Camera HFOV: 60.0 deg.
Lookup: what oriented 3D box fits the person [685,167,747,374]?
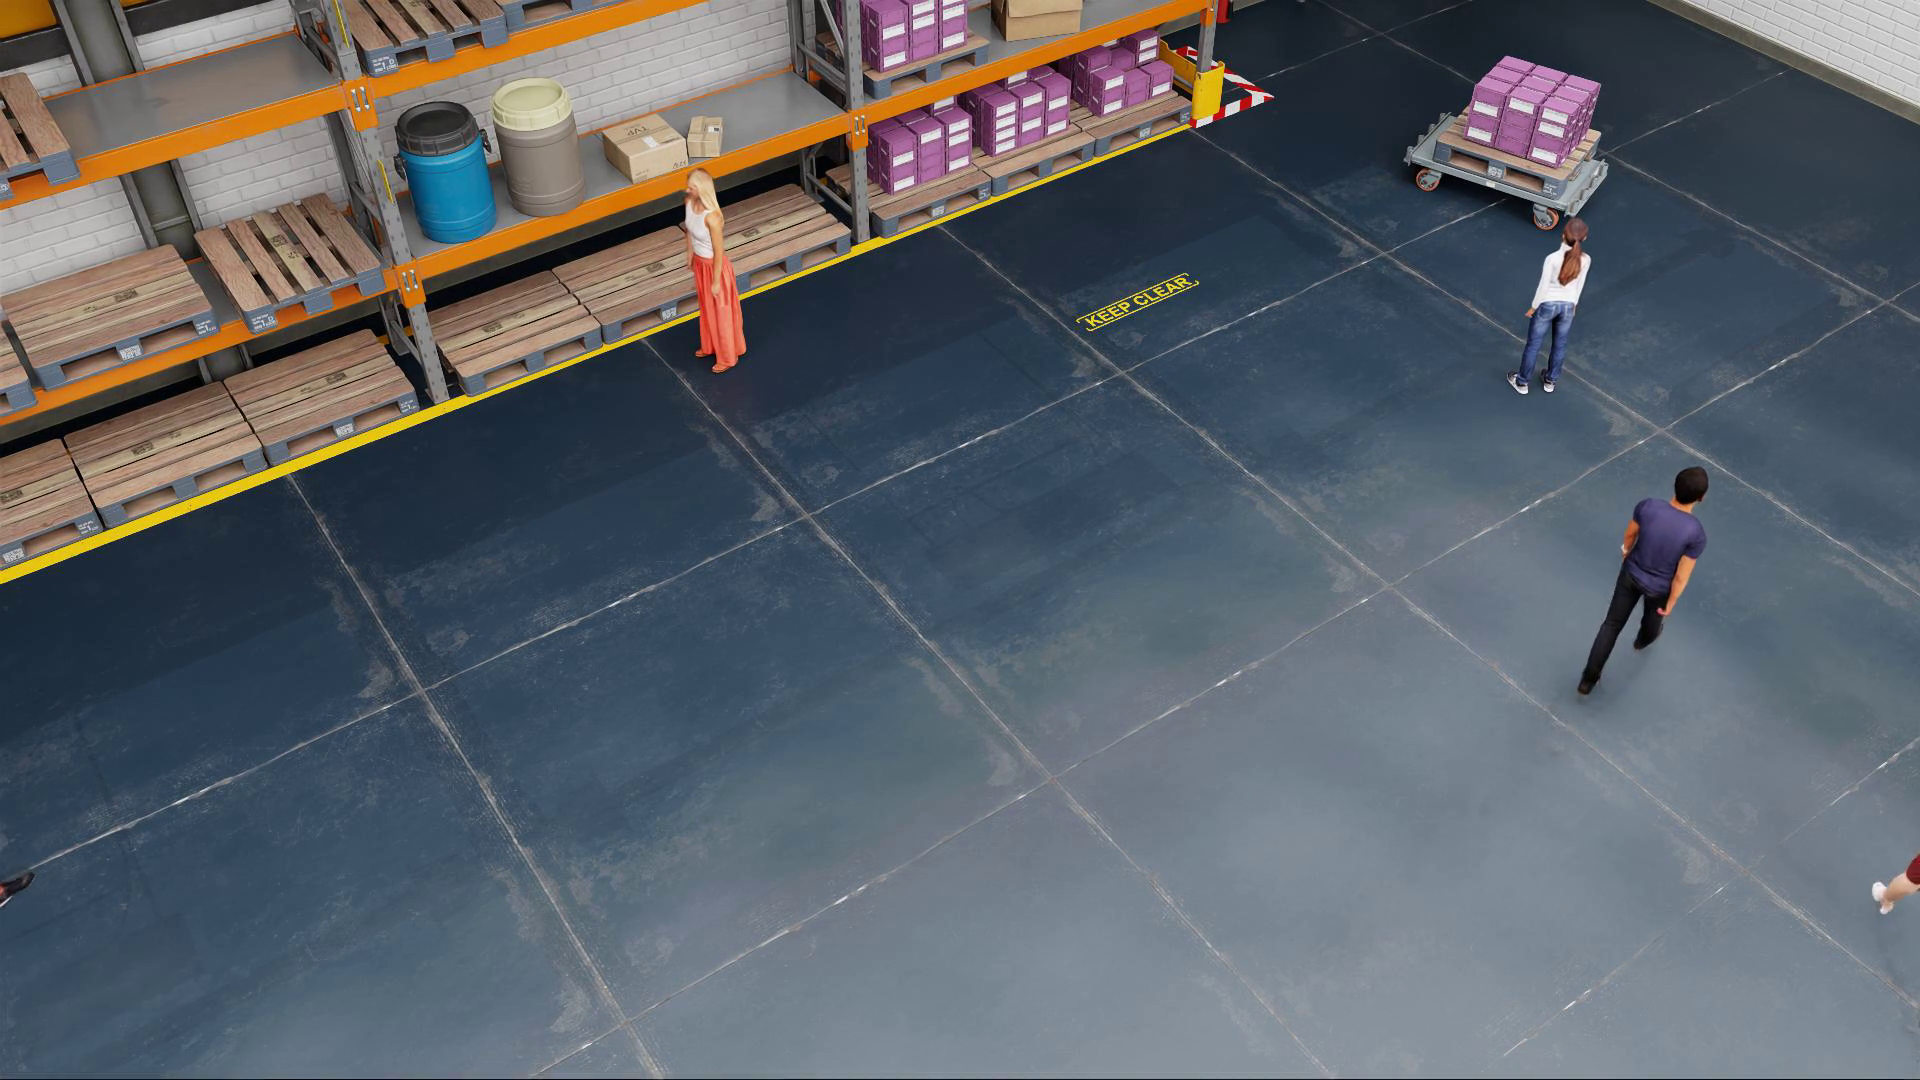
[{"bbox_3d":[-1.954,-2.135,13.072,0.560,1.806,0.610,-26,50,-25],"label":"person"}]

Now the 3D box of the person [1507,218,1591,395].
[{"bbox_3d":[4.615,-1.809,12.910,0.611,1.558,0.693,-1,44,-1],"label":"person"}]

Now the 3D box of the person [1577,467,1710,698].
[{"bbox_3d":[4.310,0.295,10.565,0.857,1.746,1.220,30,51,28],"label":"person"}]
